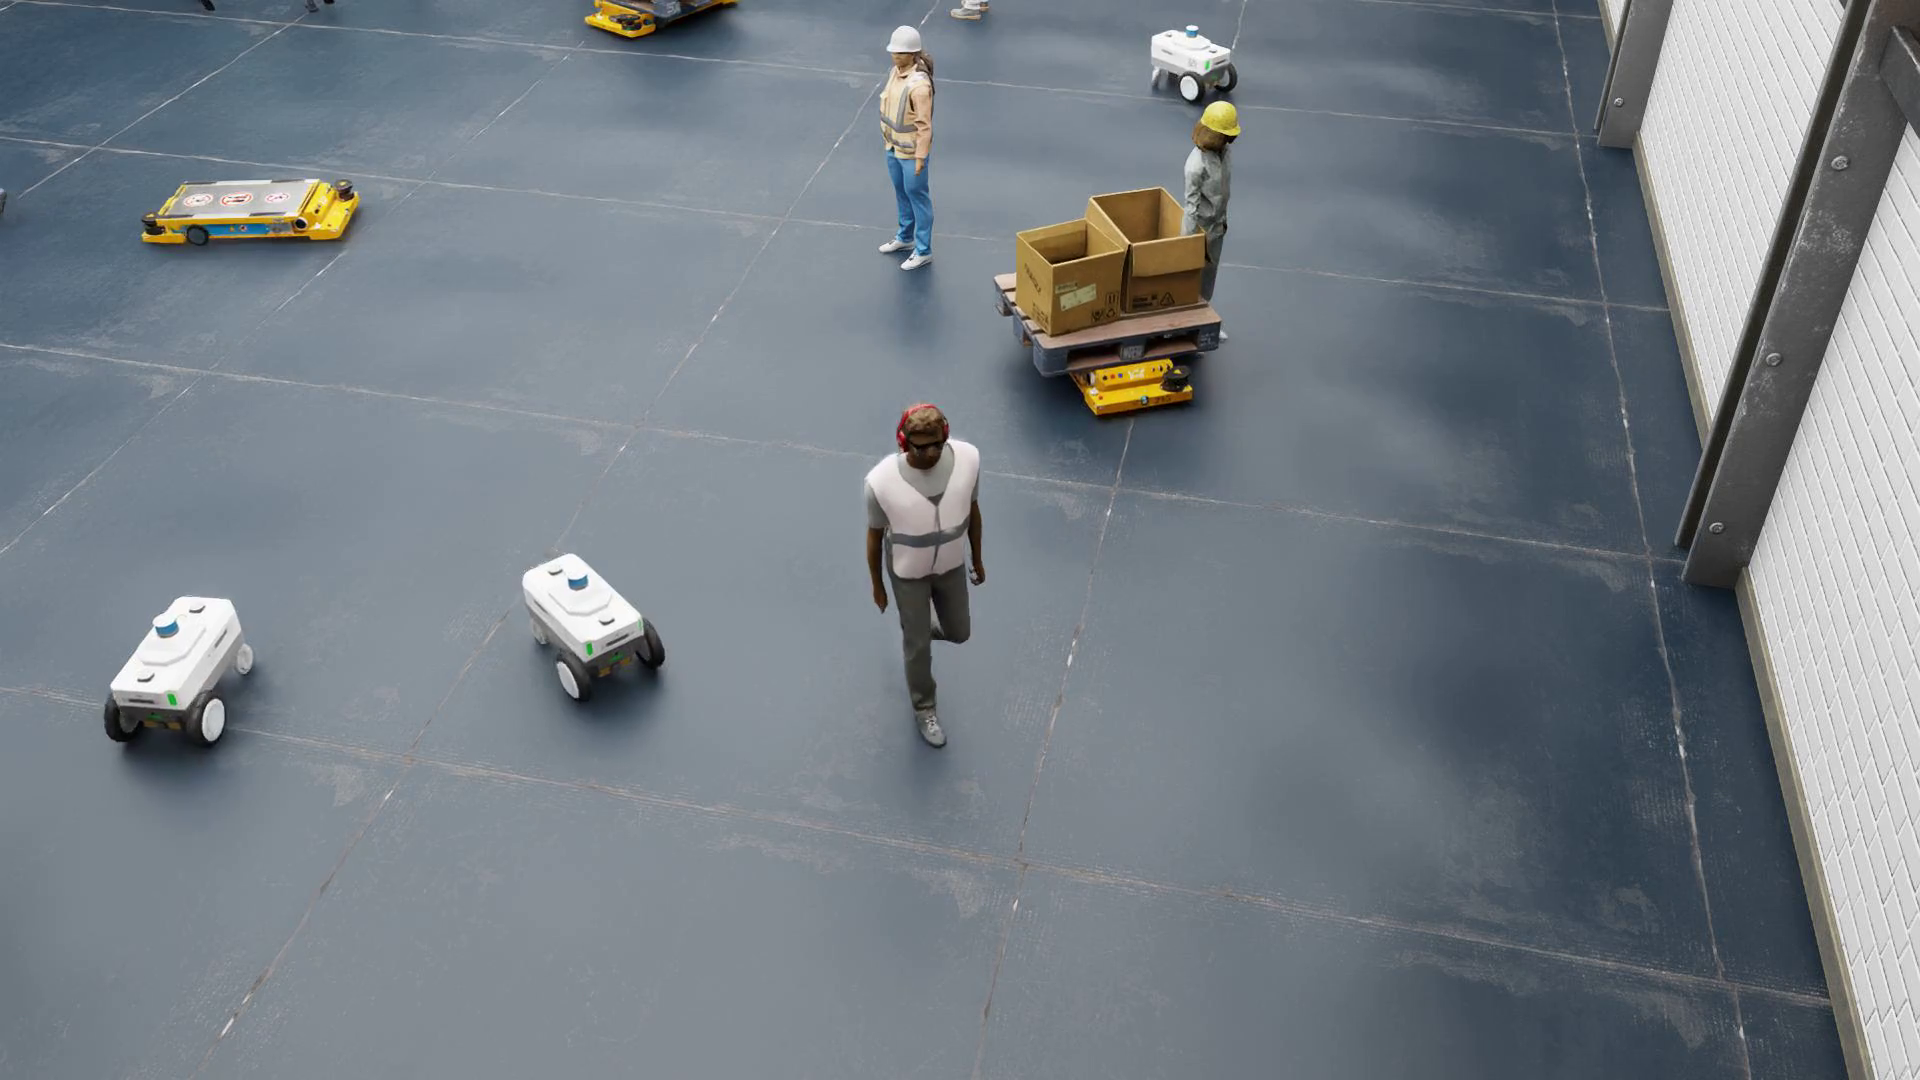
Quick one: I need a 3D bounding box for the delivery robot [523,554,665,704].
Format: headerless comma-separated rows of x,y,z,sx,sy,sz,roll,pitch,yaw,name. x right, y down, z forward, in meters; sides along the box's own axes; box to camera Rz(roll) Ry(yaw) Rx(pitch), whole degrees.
-1.892,0.419,8.435,0.499,0.614,0.815,-27,44,-31,delivery robot

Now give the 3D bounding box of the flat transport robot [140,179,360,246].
-5.337,-2.472,12.527,1.431,0.231,0.659,-2,37,-3,flat transport robot

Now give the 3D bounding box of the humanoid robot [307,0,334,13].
-6.368,-5.893,15.933,0.594,1.650,0.374,-16,40,-20,humanoid robot

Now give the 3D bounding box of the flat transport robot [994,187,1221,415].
0.957,-1.302,10.961,0.659,0.231,1.431,-10,38,-14,flat transport robot

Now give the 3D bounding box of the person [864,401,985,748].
-0.179,0.100,7.780,0.570,1.826,0.589,-17,40,-21,person

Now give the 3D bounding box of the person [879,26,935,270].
-0.350,-2.767,11.701,0.362,1.731,0.495,-19,41,-24,person

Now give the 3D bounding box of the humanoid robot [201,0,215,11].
-7.264,-6.029,16.075,0.530,1.774,0.945,9,38,11,humanoid robot

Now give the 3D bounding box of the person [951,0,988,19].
0.114,-5.920,15.794,0.356,1.882,0.571,14,39,18,person

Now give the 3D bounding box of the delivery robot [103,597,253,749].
-3.815,0.616,8.147,0.499,0.586,0.772,4,37,5,delivery robot

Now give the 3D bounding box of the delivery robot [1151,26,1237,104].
2.021,-4.201,14.593,0.524,0.586,0.748,-28,45,-32,delivery robot

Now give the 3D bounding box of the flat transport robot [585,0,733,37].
-2.907,-5.241,16.232,0.659,0.231,1.431,25,43,29,flat transport robot

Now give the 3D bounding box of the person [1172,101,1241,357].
1.588,-1.992,10.665,0.320,1.728,0.487,21,42,26,person

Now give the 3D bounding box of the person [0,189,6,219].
-7.455,-2.924,11.850,0.575,1.810,0.819,16,40,20,person
